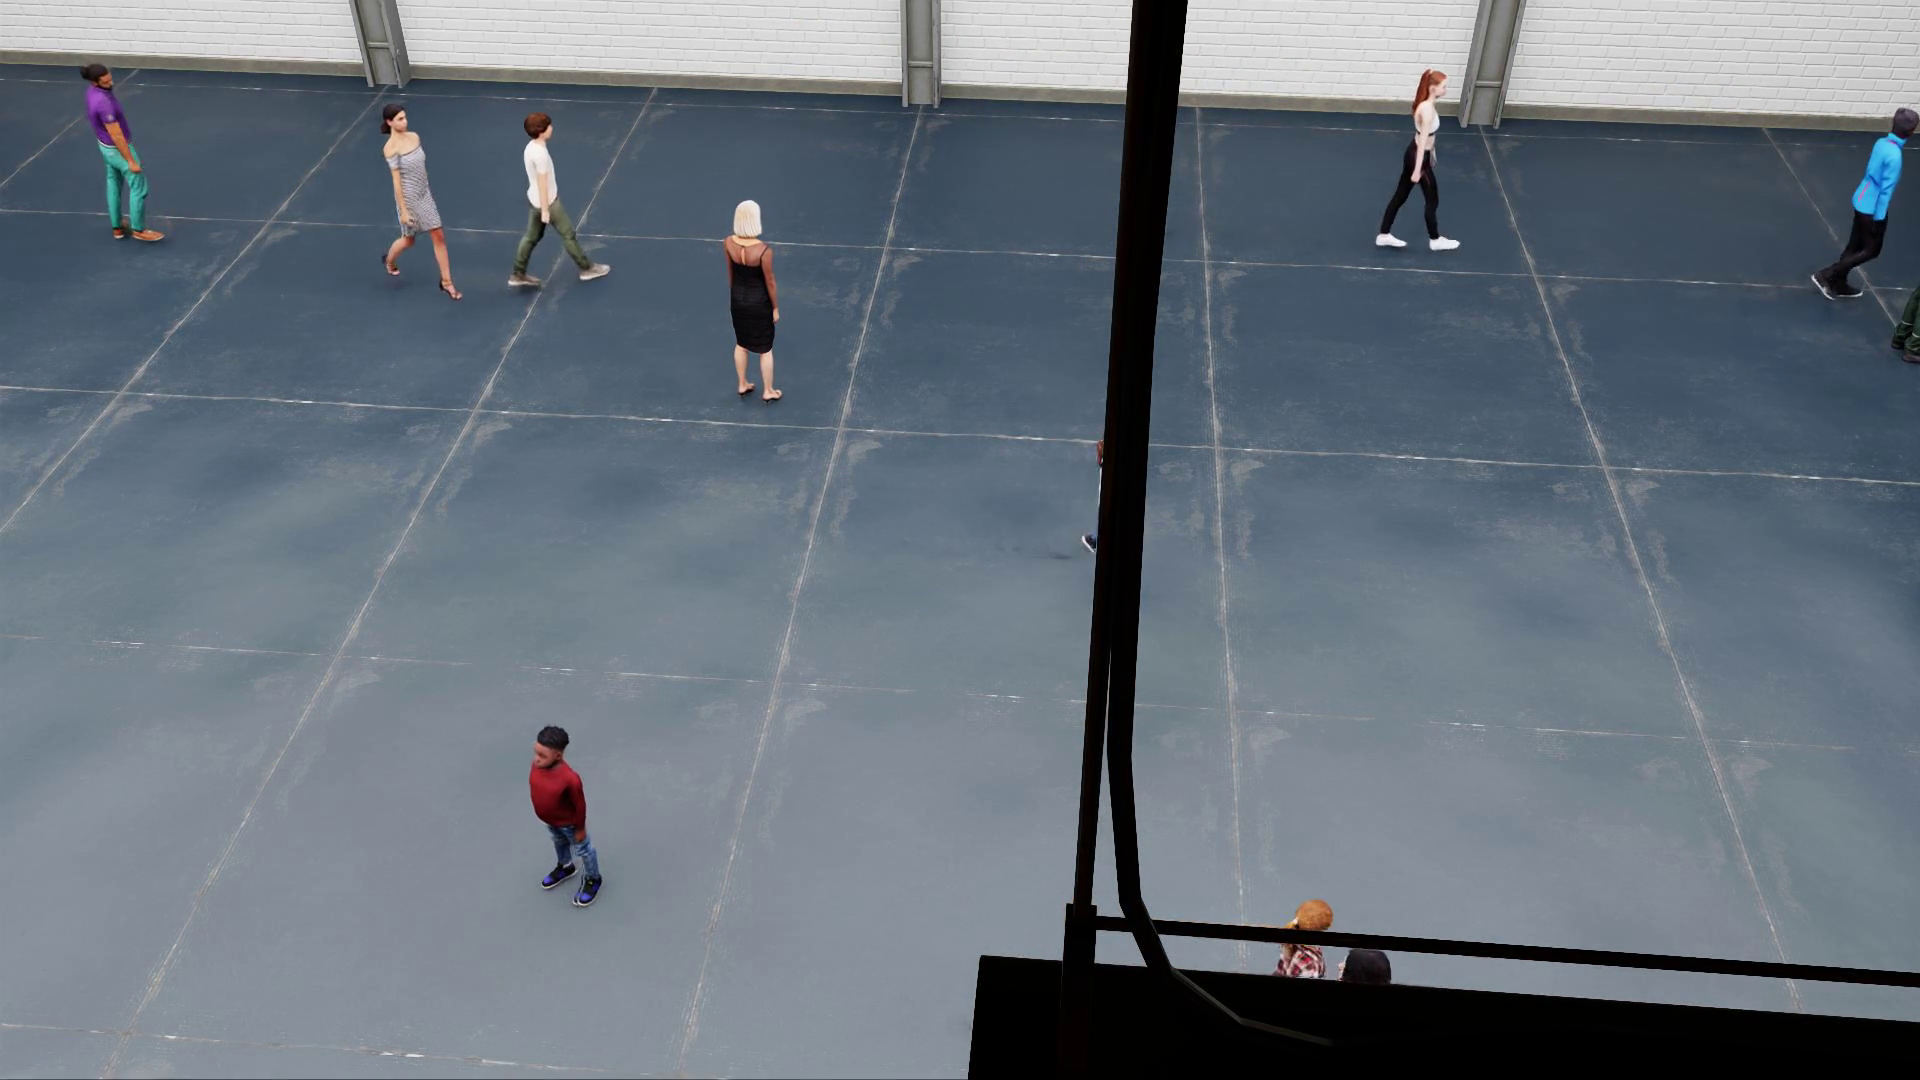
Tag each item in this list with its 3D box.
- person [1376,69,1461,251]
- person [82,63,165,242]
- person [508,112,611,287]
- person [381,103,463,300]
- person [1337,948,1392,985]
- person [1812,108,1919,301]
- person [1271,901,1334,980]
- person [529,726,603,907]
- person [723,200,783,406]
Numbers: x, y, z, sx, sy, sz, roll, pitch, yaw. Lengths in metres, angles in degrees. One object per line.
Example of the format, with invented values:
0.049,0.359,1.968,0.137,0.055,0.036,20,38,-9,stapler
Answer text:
4.076,-3.441,15.148,0.988,1.721,0.655,6,39,8,person
-7.782,-3.556,15.289,0.871,1.725,0.915,29,47,31,person
-3.724,-2.927,14.596,1.212,1.607,0.969,-17,42,-20,person
-4.812,-2.920,14.440,1.123,1.791,0.825,15,41,18,person
1.884,2.486,7.813,1.055,1.614,0.808,13,40,16,person
7.777,-2.875,14.391,0.718,1.782,0.647,6,39,7,person
1.619,2.294,8.314,0.748,1.288,0.571,1,39,1,person
-2.230,1.512,9.320,0.541,1.255,0.638,23,44,26,person
-1.649,-1.860,13.152,0.576,1.742,0.708,17,42,20,person
